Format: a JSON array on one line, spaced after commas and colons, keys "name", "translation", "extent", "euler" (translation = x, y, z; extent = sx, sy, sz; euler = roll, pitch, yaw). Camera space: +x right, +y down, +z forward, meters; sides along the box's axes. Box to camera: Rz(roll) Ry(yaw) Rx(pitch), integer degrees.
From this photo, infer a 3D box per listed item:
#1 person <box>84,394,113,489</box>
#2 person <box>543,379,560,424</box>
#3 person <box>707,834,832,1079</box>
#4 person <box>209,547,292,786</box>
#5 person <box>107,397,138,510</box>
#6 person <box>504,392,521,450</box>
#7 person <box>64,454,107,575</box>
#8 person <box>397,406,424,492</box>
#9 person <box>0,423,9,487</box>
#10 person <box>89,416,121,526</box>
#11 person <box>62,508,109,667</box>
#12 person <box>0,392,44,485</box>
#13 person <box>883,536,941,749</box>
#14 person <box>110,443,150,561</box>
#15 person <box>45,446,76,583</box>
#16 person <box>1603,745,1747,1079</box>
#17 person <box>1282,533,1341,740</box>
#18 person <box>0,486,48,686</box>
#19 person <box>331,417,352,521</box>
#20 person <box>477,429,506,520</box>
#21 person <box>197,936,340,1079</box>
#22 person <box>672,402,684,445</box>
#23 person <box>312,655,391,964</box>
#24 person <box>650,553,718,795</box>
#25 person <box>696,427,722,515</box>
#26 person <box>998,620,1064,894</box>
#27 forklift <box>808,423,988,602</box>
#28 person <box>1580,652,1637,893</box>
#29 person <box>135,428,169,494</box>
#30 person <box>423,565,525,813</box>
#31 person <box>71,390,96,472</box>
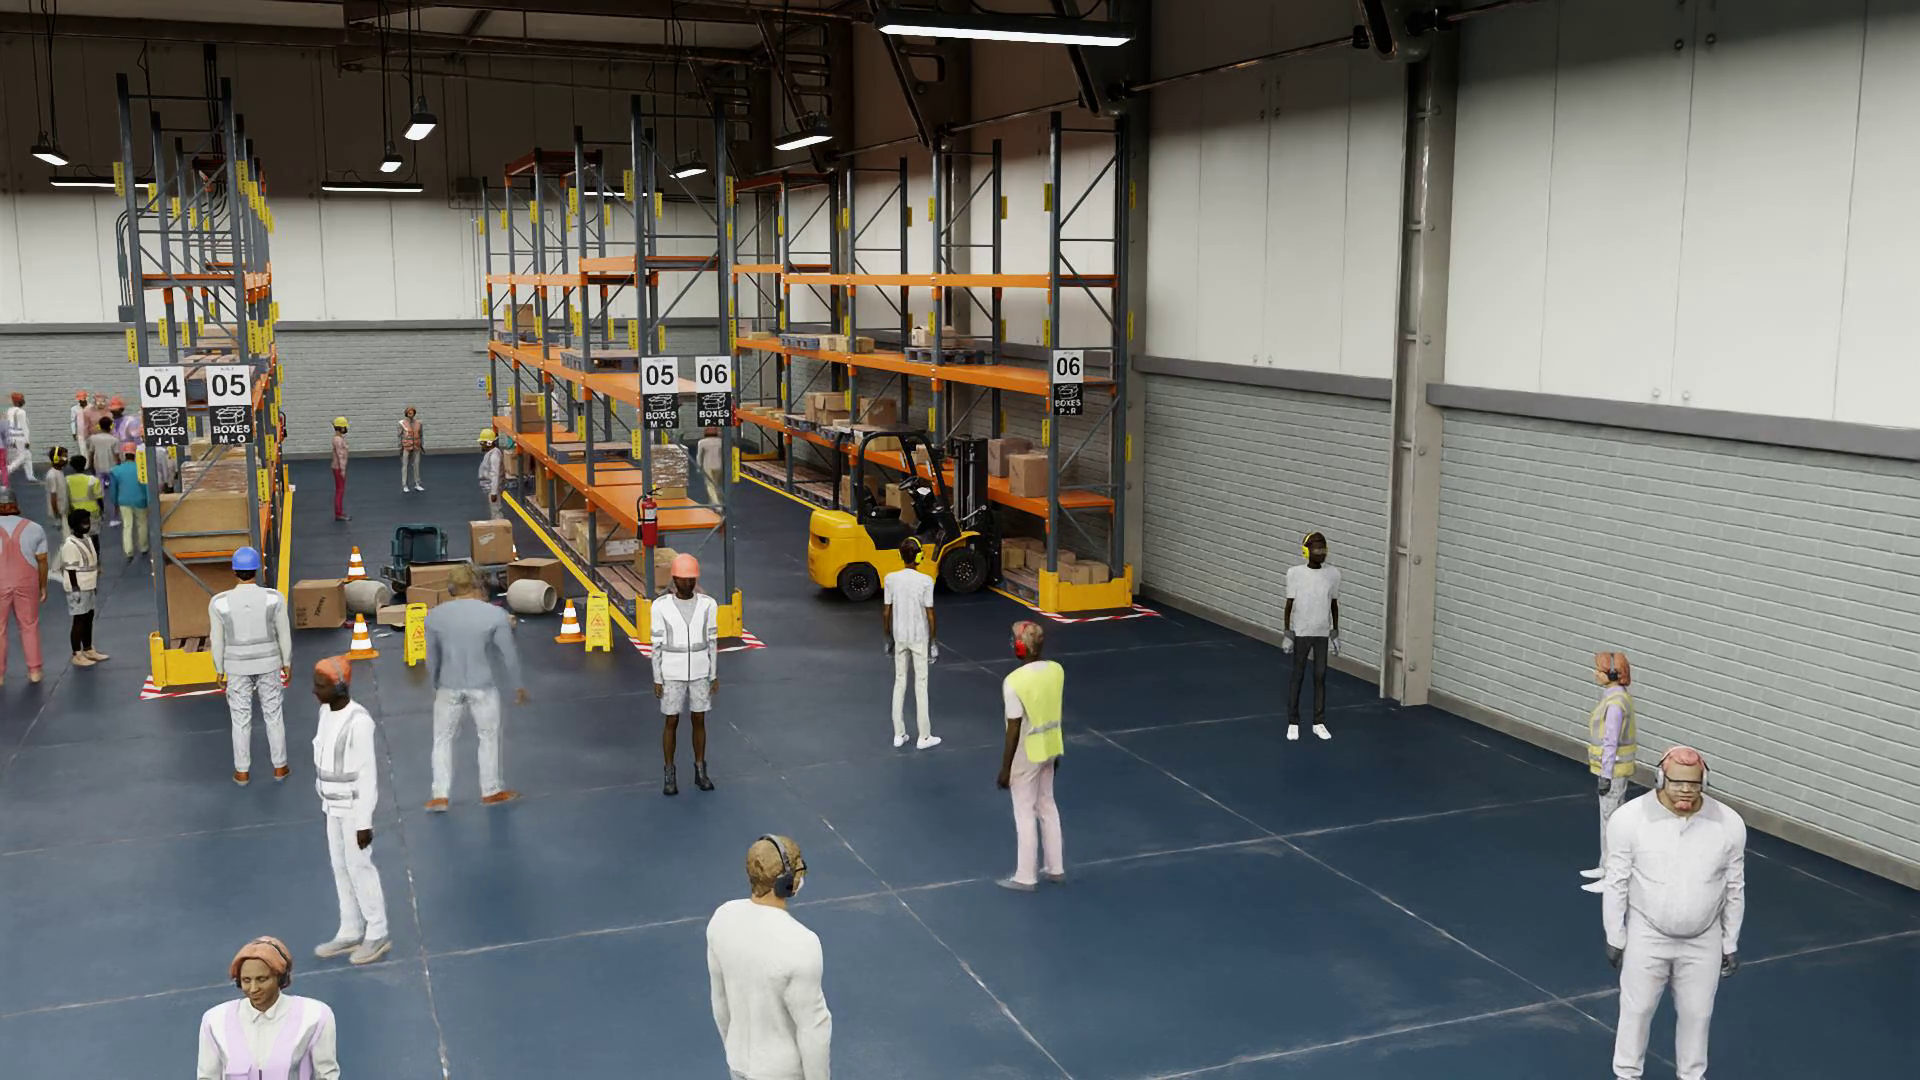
[{"name": "person", "translation": [-16.588, -1.913, 32.284], "extent": [0.668, 1.840, 1.002], "euler": [-6, 11, -34]}, {"name": "person", "translation": [-8.998, -2.598, 36.506], "extent": [0.350, 1.882, 0.574], "euler": [4, 10, 24]}, {"name": "person", "translation": [-0.740, 2.114, 6.665], "extent": [0.630, 1.940, 0.373], "euler": [8, 12, 41]}, {"name": "person", "translation": [-5.742, 1.022, 13.505], "extent": [0.605, 1.948, 0.391], "euler": [-4, 10, -24]}, {"name": "person", "translation": [-14.942, -1.556, 29.661], "extent": [0.611, 1.992, 1.085], "euler": [-2, 9, -10]}, {"name": "person", "translation": [-9.391, -2.334, 35.216], "extent": [0.329, 1.763, 0.523], "euler": [8, 12, 41]}, {"name": "person", "translation": [-12.097, -0.339, 22.916], "extent": [0.606, 1.669, 0.429], "euler": [-3, 10, -18]}, {"name": "person", "translation": [-10.522, -1.742, 31.876], "extent": [0.511, 1.639, 0.308], "euler": [-8, 12, -41]}, {"name": "person", "translation": [-18.442, -1.699, 31.750], "extent": [0.870, 1.582, 0.514], "euler": [7, 11, 38]}, {"name": "person", "translation": [-14.022, -1.107, 27.247], "extent": [0.558, 1.842, 0.718], "euler": [-1, 9, -9]}, {"name": "person", "translation": [-9.300, 0.500, 17.608], "extent": [0.319, 1.690, 0.539], "euler": [-1, 9, -7]}, {"name": "person", "translation": [-18.489, -1.967, 32.610], "extent": [0.585, 1.859, 0.806], "euler": [7, 12, 39]}, {"name": "person", "translation": [-0.421, 0.892, 14.565], "extent": [0.517, 1.874, 0.327], "euler": [4, 10, 23]}, {"name": "person", "translation": [-12.064, -0.563, 24.246], "extent": [0.575, 1.711, 0.910], "euler": [-3, 10, -21]}, {"name": "person", "translation": [-12.044, -0.340, 22.381], "extent": [0.413, 1.853, 0.521], "euler": [-4, 10, -22]}, {"name": "person", "translation": [3.446, 1.917, 8.048], "extent": [0.636, 1.900, 0.401], "euler": [2, 9, 11]}, {"name": "person", "translation": [3.136, 0.854, 14.811], "extent": [0.532, 1.870, 0.319], "euler": [-1, 9, -4]}, {"name": "person", "translation": [-9.621, 0.445, 16.847], "extent": [0.685, 2.000, 0.535], "euler": [-7, 12, -39]}, {"name": "person", "translation": [-10.446, -1.202, 28.108], "extent": [0.335, 1.757, 0.517], "euler": [-4, 10, -24]}, {"name": "person", "translation": [-7.093, -0.773, 25.224], "extent": [0.403, 1.821, 0.596], "euler": [-3, 10, -21]}, {"name": "person", "translation": [-2.635, 2.307, 6.377], "extent": [0.514, 1.642, 0.310], "euler": [-2, 9, -12]}, {"name": "person", "translation": [-5.902, -2.185, 34.683], "extent": [0.268, 1.630, 0.507], "euler": [1, 9, 4]}, {"name": "person", "translation": [-3.688, 1.612, 10.015], "extent": [0.365, 1.881, 0.593], "euler": [-8, 12, -42]}, {"name": "person", "translation": [-2.189, 1.060, 13.288], "extent": [0.544, 1.942, 0.347], "euler": [-4, 10, -22]}, {"name": "person", "translation": [-4.278, -1.222, 28.706], "extent": [0.507, 1.609, 0.728], "euler": [-5, 10, -30]}, {"name": "person", "translation": [0.497, 1.454, 11.125], "extent": [0.375, 1.844, 0.569], "euler": [8, 12, 40]}, {"name": "forklift", "translation": [-0.830, -0.399, 21.676], "extent": [2.313, 2.155, 1.214], "euler": [-4, 10, -21]}, {"name": "person", "translation": [4.365, 1.552, 11.163], "extent": [0.311, 1.631, 0.506], "euler": [4, 10, 22]}, {"name": "person", "translation": [-12.963, -0.949, 26.607], "extent": [0.568, 1.732, 0.405], "euler": [-4, 10, -23]}, {"name": "person", "translation": [-3.787, 1.157, 12.769], "extent": [0.816, 1.915, 0.500], "euler": [0, 9, -3]}, {"name": "person", "translation": [-18.375, -2.282, 34.958], "extent": [0.574, 1.739, 0.350], "euler": [-2, 9, -11]}]
